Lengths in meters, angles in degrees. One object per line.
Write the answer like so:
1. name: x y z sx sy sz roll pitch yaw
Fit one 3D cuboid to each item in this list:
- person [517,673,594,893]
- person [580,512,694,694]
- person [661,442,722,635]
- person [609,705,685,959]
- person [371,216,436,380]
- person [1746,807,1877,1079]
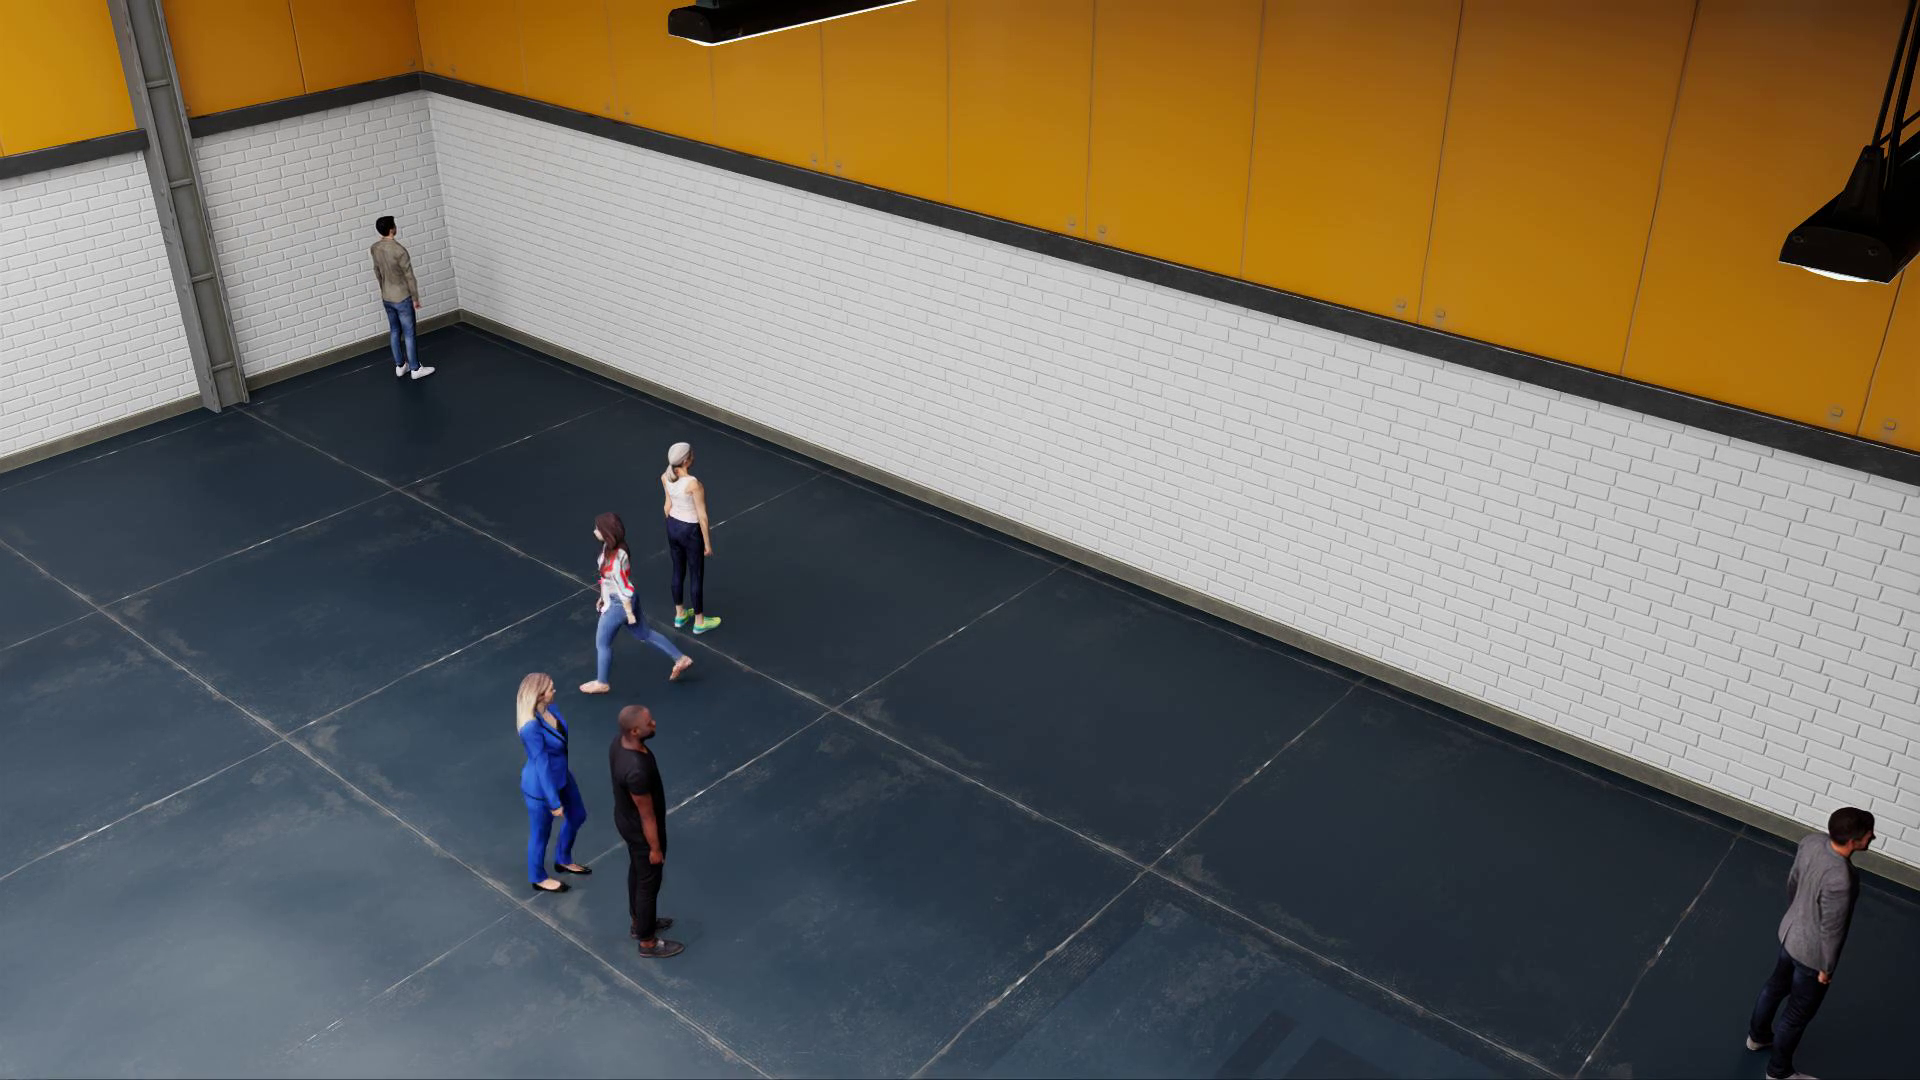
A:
1. person: -2.809 1.613 10.887 0.829 1.684 0.752 3 29 6
2. person: -2.556 0.498 13.050 1.121 1.570 1.064 -3 29 -6
3. person: -2.291 -0.032 13.885 0.620 1.701 0.549 19 34 30
4. person: -1.992 1.804 10.398 0.725 1.818 0.743 -10 30 -18
5. person: -6.309 -2.722 18.646 0.746 1.864 0.658 14 32 24
6. person: 4.844 2.286 9.456 0.841 1.873 0.750 1 29 2
